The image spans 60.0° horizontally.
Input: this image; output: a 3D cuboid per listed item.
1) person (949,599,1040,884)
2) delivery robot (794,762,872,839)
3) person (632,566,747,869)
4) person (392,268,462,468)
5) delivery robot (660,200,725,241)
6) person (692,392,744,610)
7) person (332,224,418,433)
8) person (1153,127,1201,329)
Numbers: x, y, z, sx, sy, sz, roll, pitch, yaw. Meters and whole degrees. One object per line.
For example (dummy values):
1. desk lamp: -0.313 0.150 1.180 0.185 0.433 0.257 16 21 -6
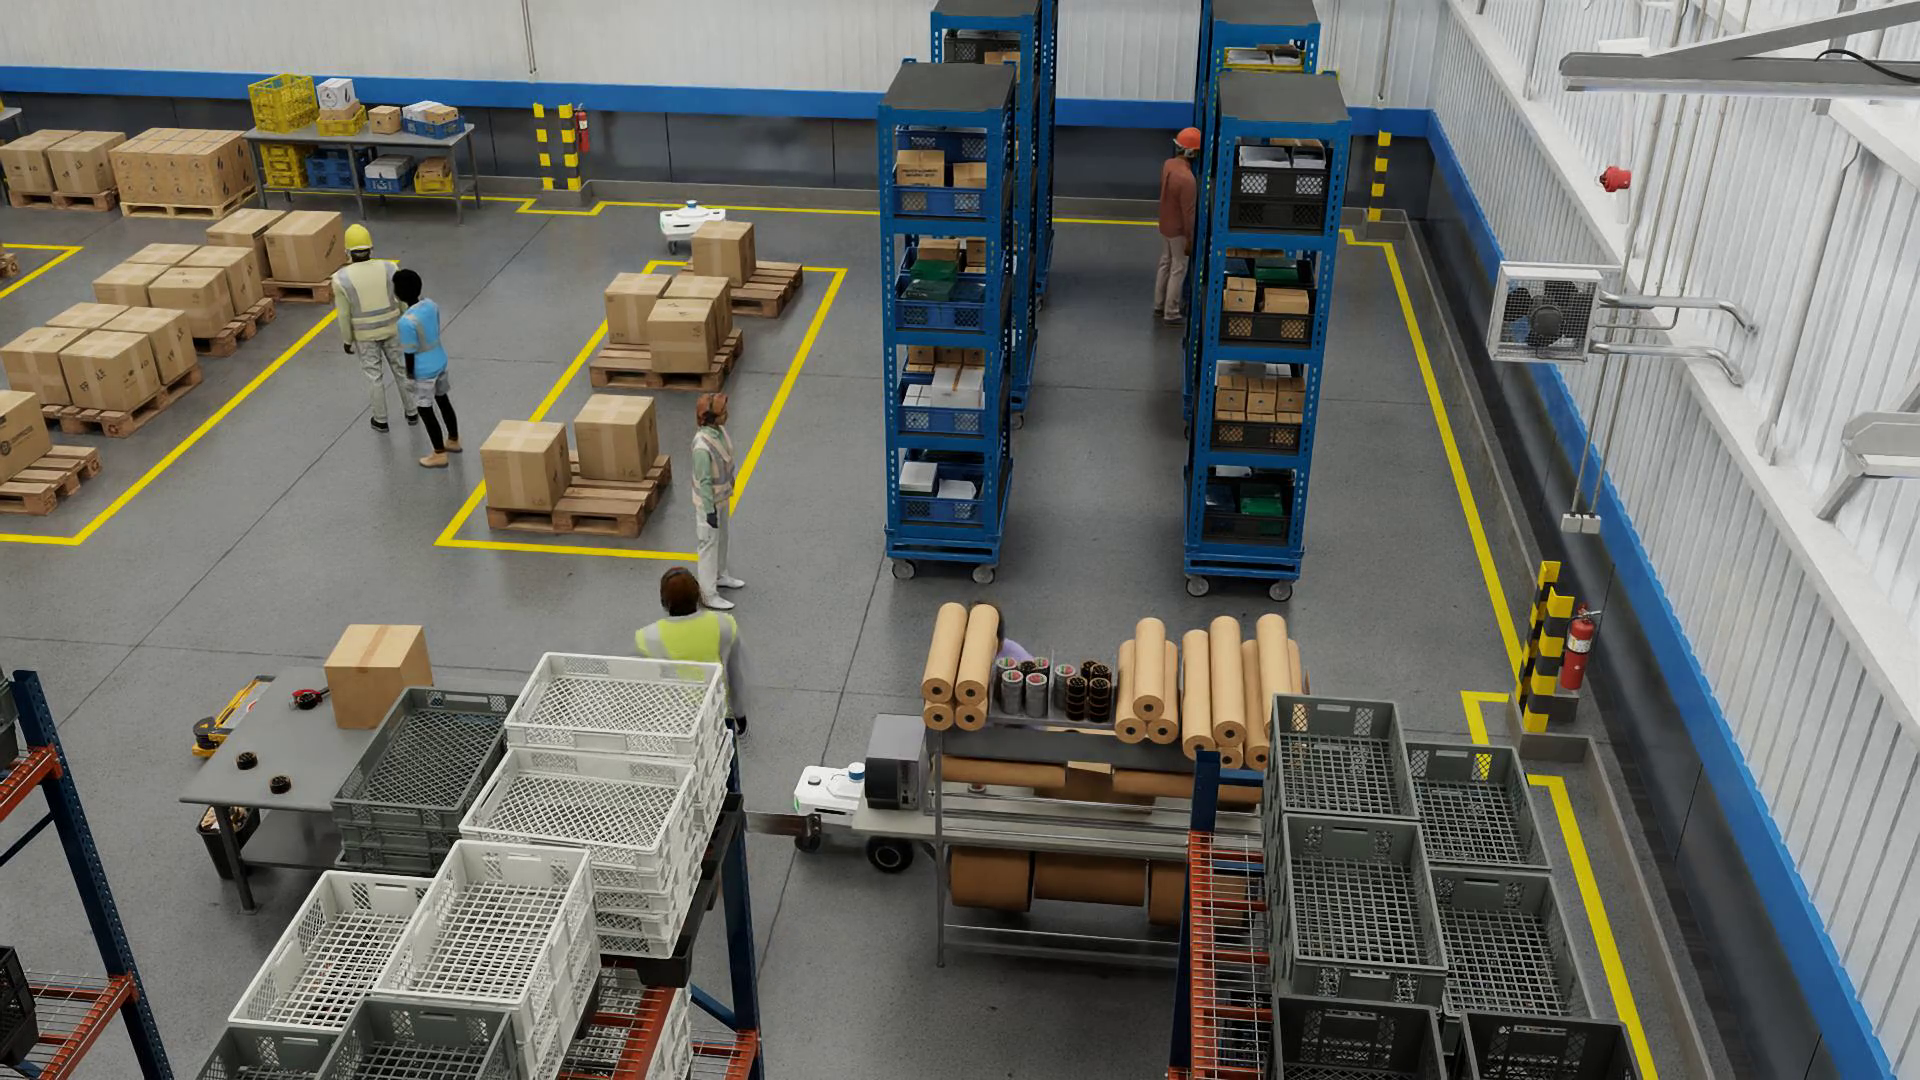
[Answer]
1. person: 0.153 1.127 9.080 0.629 1.930 0.375 17 34 27
2. delivery robot: -0.595 1.514 9.675 0.707 0.478 0.477 6 31 10
3. person: -1.525 0.999 9.475 0.638 1.825 0.966 -15 33 -24
4. person: -4.389 -1.418 13.682 0.321 1.690 0.543 6 31 10
5. delivery robot: -2.932 -3.480 18.253 0.707 0.478 0.477 -4 31 -7
6. person: -1.737 -0.292 11.807 0.317 1.633 0.521 5 31 8
7. person: -4.991 -1.804 14.202 0.587 1.835 0.404 -18 35 -27
8. person: 2.135 -3.032 16.168 0.403 1.982 0.627 -9 31 -15
